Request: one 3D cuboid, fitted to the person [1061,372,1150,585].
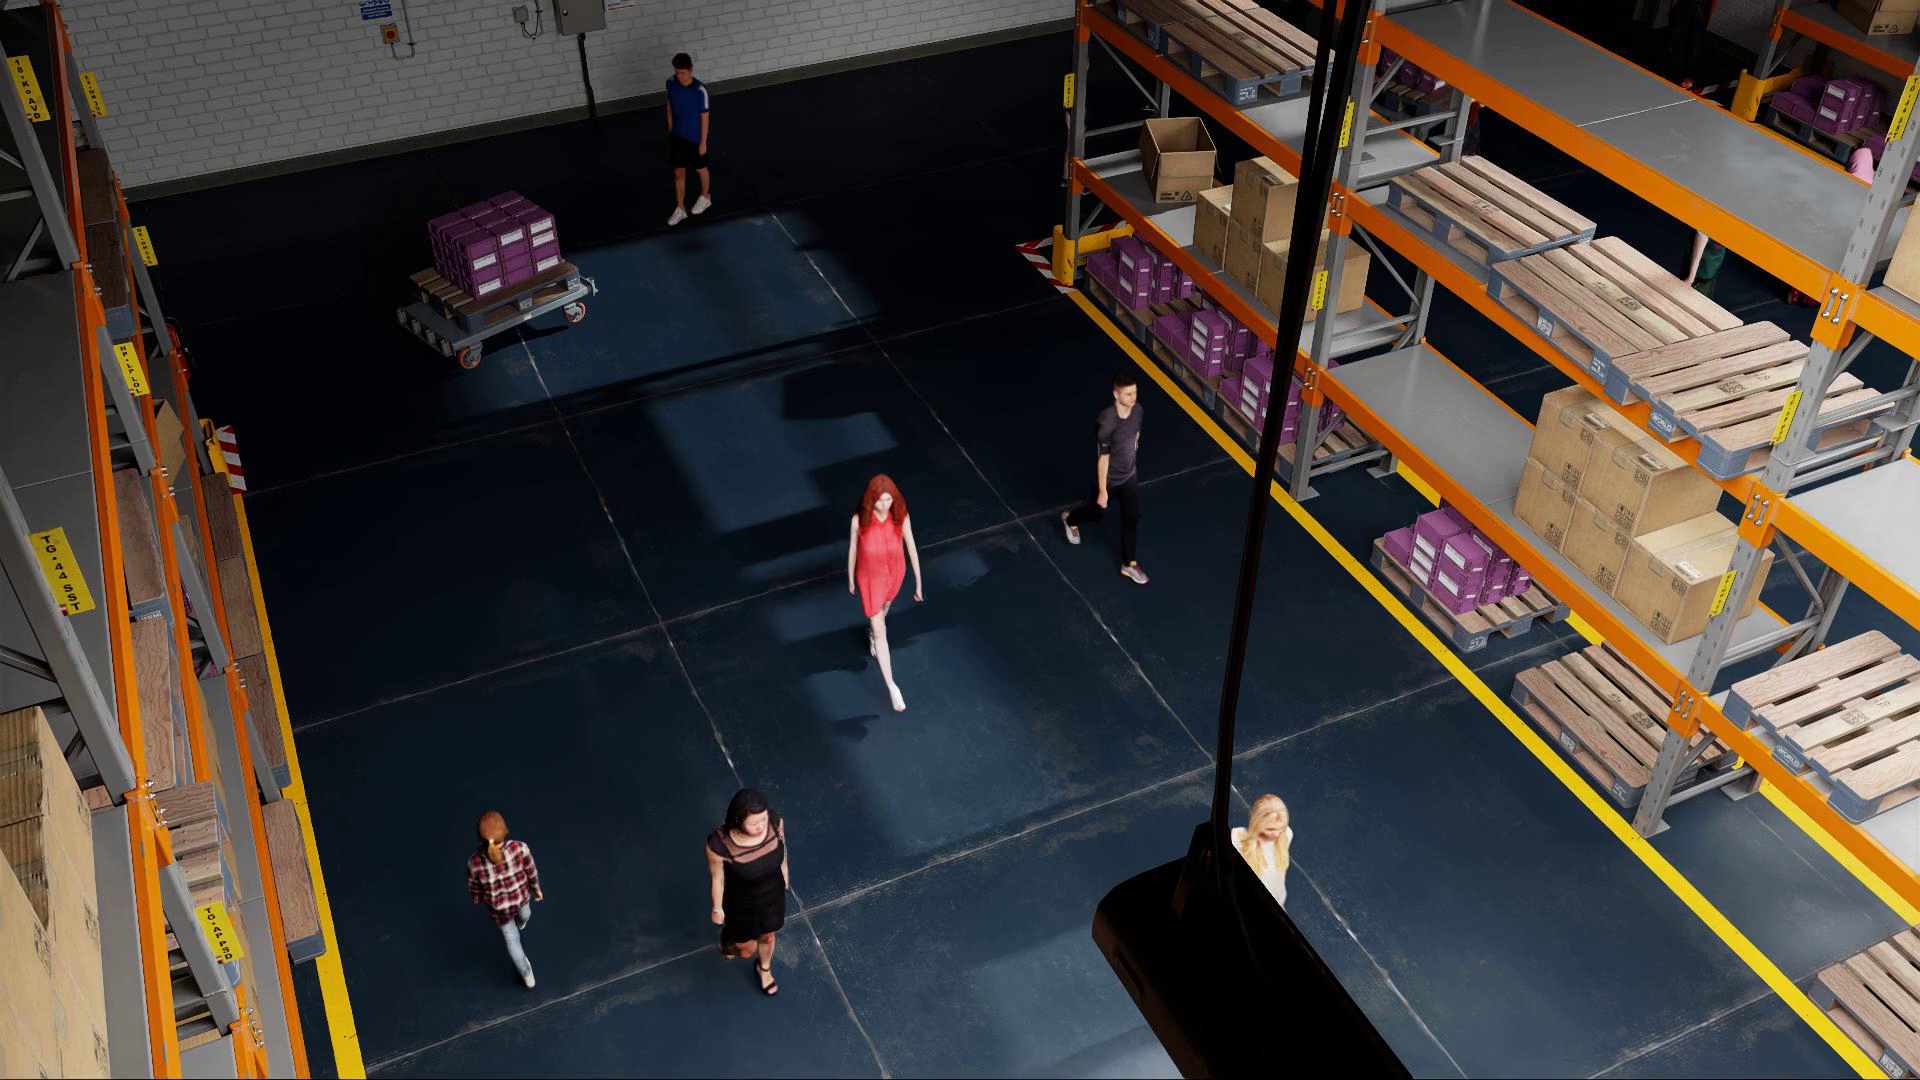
[{"bbox_3d":[1.105,-0.511,12.529,0.823,1.739,1.178,-27,46,-30],"label":"person"}]

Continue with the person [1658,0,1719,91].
[{"bbox_3d":[8.632,-6.238,19.639,0.764,1.815,0.841,17,42,20],"label":"person"}]

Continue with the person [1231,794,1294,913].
[{"bbox_3d":[1.593,2.044,9.263,0.605,1.822,0.522,-15,41,-18],"label":"person"}]

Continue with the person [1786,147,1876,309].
[{"bbox_3d":[8.252,-2.938,15.649,0.742,1.638,0.725,-3,39,-4],"label":"person"}]

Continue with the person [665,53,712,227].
[{"bbox_3d":[-2.719,-4.188,17.066,1.011,1.822,1.085,14,41,17],"label":"person"}]

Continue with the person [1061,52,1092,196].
[{"bbox_3d":[1.225,-4.431,17.577,0.643,1.564,0.513,-6,39,-8],"label":"person"}]

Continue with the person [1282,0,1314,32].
[{"bbox_3d":[4.247,-6.759,20.419,1.045,1.655,1.037,9,39,11],"label":"person"}]

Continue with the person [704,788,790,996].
[{"bbox_3d":[-1.232,1.975,9.448,0.735,1.699,0.824,-24,44,-27],"label":"person"}]

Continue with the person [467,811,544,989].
[{"bbox_3d":[-2.606,2.104,9.625,0.537,1.278,0.828,-17,42,-20],"label":"person"}]

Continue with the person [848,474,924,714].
[{"bbox_3d":[-0.568,0.239,11.563,0.718,1.774,1.160,-11,40,-14],"label":"person"}]
